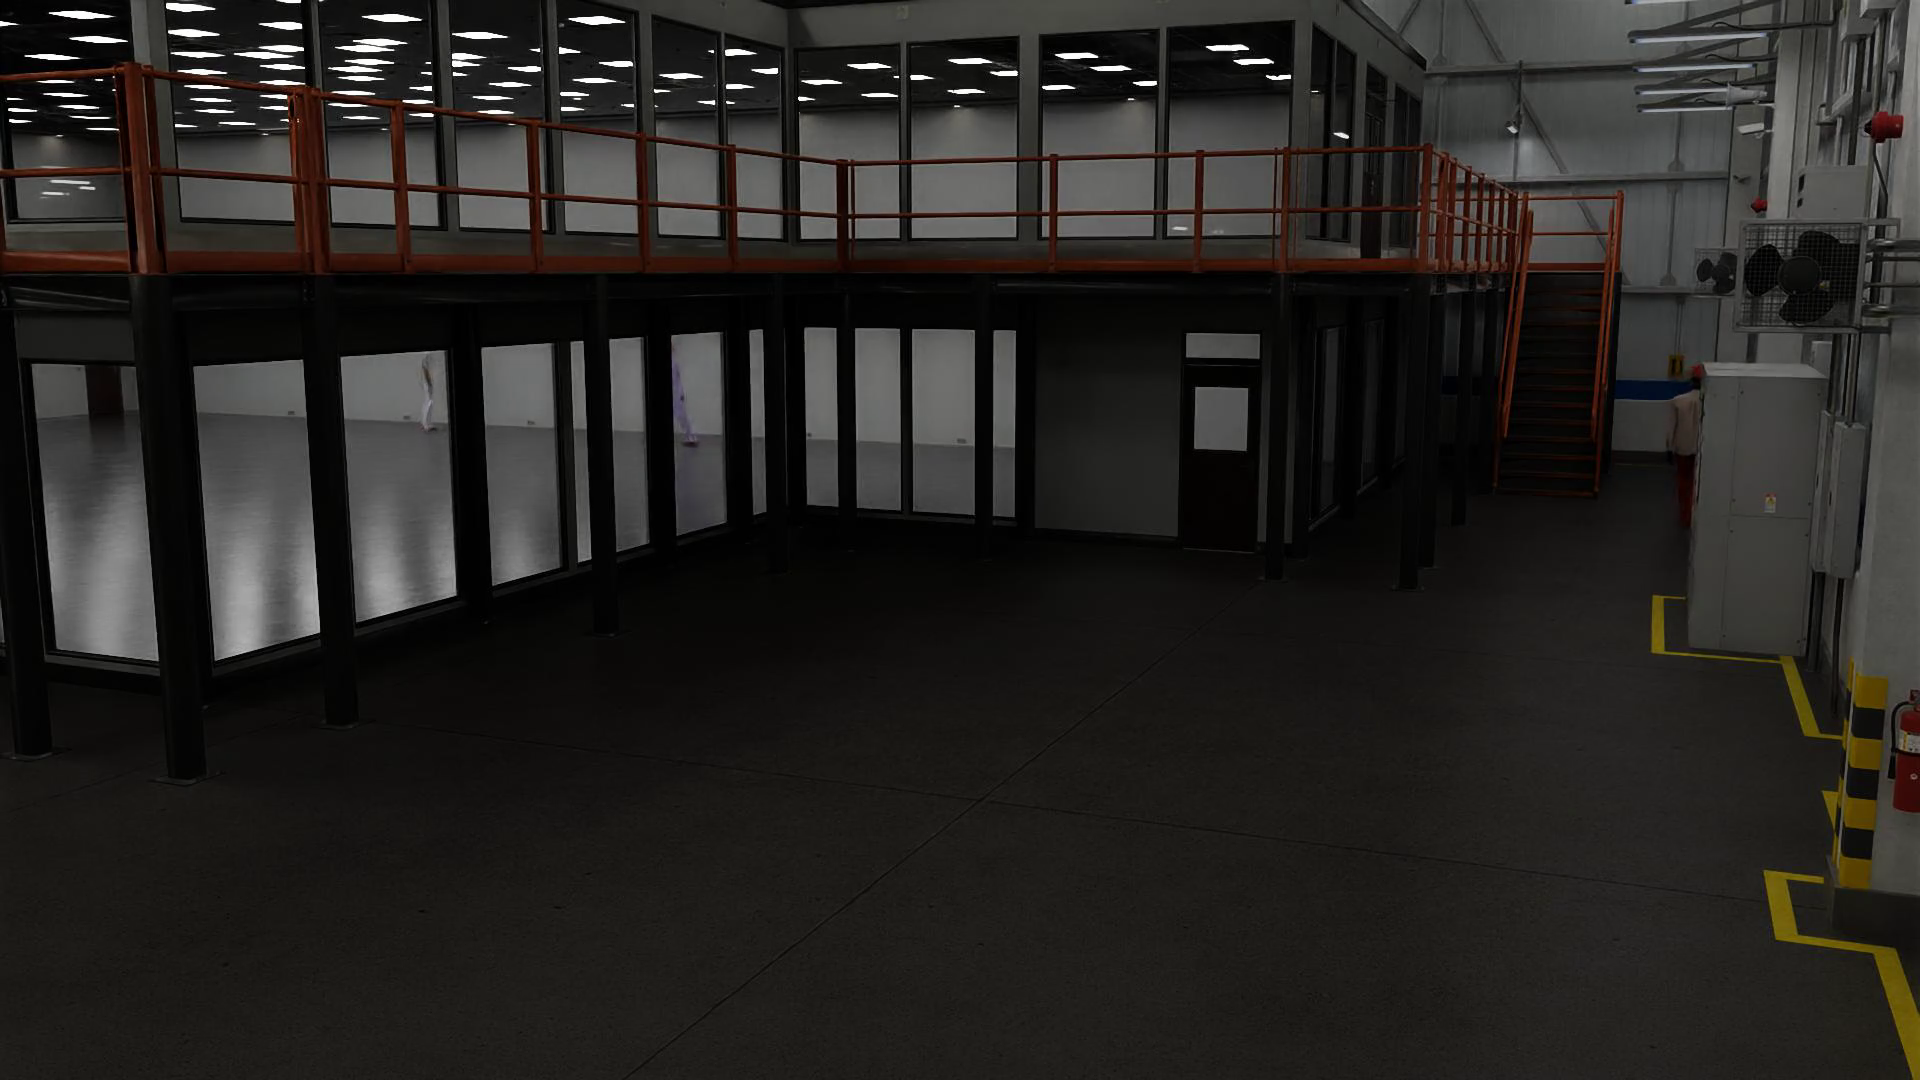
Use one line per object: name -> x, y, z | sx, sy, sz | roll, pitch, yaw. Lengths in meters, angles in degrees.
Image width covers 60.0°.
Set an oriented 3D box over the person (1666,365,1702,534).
person -> 8.680, -1.075, 19.529 | 0.628, 1.952, 0.939 | 8, 12, 40
